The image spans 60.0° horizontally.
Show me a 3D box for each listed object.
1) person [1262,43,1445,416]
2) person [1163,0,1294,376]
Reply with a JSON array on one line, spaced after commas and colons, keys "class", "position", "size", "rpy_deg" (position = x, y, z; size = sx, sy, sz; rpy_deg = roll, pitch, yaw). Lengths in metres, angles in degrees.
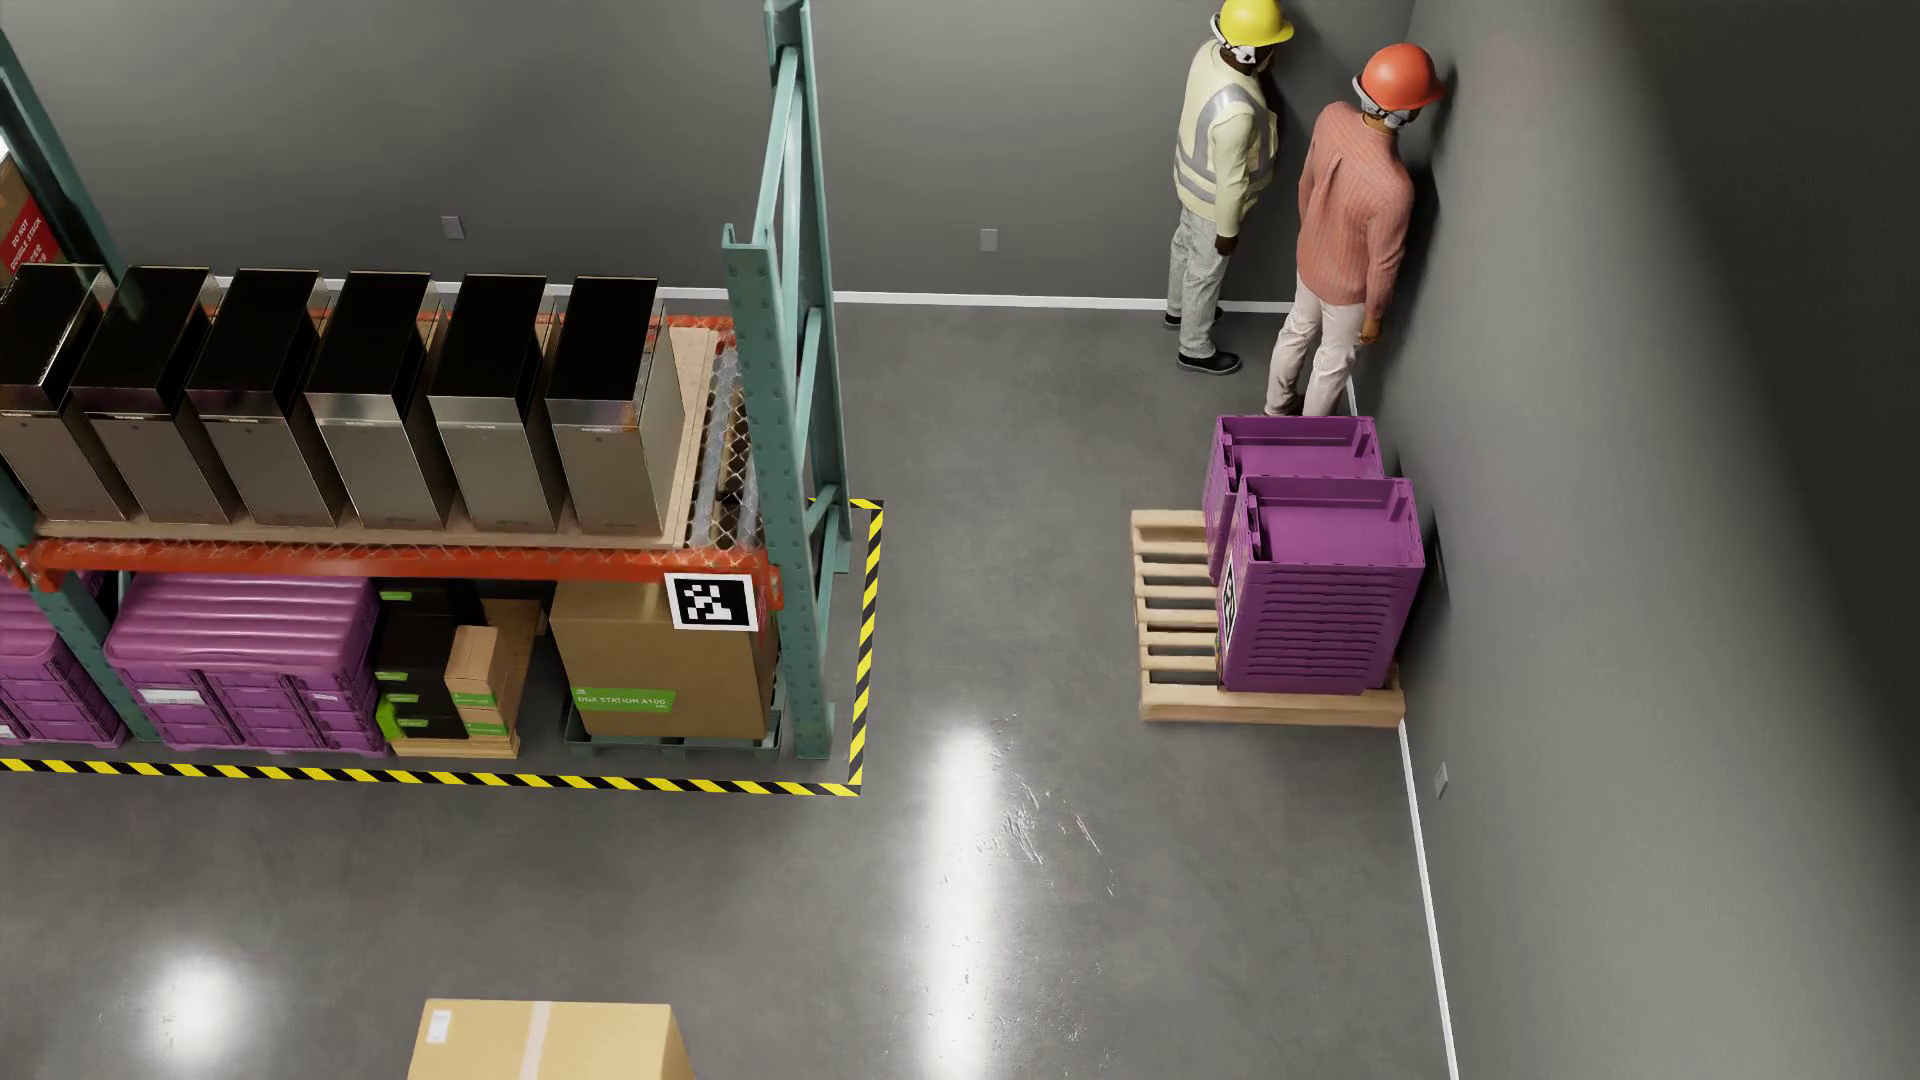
[{"class": "person", "position": [1.513, -1.070, 6.500], "size": [0.395, 1.994, 0.612], "rpy_deg": [-16, 54, -12]}, {"class": "person", "position": [1.088, -1.483, 6.925], "size": [0.404, 1.834, 0.591], "rpy_deg": [-4, 52, -3]}]
